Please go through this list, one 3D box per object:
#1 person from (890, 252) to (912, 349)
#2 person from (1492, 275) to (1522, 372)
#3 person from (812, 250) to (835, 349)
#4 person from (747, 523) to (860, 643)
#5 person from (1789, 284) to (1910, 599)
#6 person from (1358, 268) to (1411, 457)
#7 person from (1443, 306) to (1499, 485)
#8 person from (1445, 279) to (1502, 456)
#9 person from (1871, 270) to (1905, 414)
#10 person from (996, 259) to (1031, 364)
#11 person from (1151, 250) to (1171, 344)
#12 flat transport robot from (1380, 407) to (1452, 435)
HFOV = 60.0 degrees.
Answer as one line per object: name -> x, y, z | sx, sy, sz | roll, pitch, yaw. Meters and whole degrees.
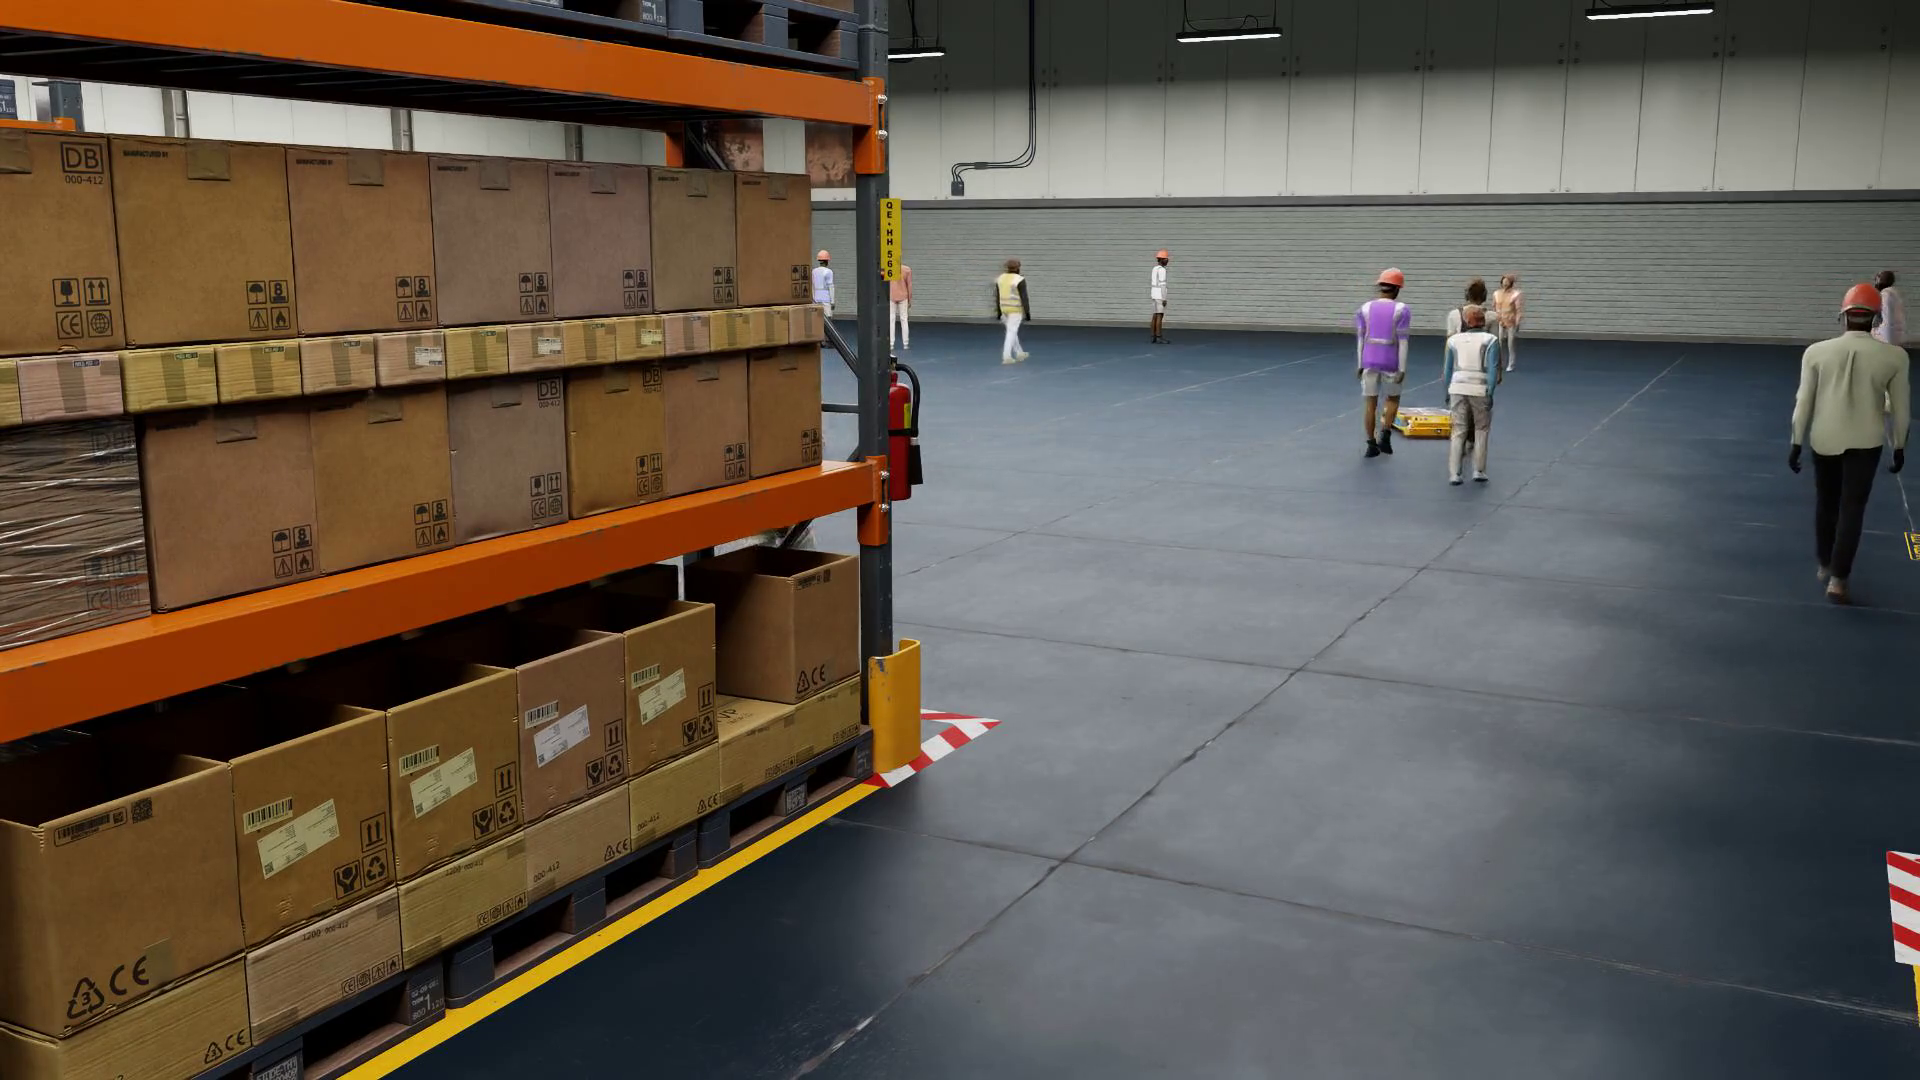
person -> -1.249, -4.765, 32.867 | 0.610, 1.989, 0.391 | -1, 10, -6
person -> 8.925, -3.527, 27.200 | 0.530, 1.585, 0.913 | 8, 13, 38
person -> -2.689, -4.755, 32.942 | 0.549, 1.942, 0.347 | 8, 13, 36
person -> -0.874, -0.177, 8.886 | 0.729, 1.613, 0.518 | -5, 12, -27
person -> 5.590, -0.628, 10.456 | 0.645, 1.944, 1.039 | 8, 13, 36
person -> 4.274, -1.786, 16.844 | 0.569, 1.916, 0.434 | 6, 12, 30
person -> 4.584, -1.300, 15.002 | 0.531, 1.605, 0.560 | 7, 13, 35
person -> 5.264, -1.772, 17.079 | 0.533, 1.799, 0.980 | 7, 13, 34
person -> 11.663, -2.489, 20.974 | 0.470, 1.804, 0.651 | 10, 15, 44
person -> 1.025, -4.003, 29.198 | 0.880, 1.807, 0.655 | -10, 14, -42
person -> 4.159, -5.030, 34.469 | 0.376, 1.933, 0.544 | -3, 11, -14
flat transport robot -> 5.306, -1.372, 19.056 | 0.652, 0.197, 1.431 | 0, 10, 1
